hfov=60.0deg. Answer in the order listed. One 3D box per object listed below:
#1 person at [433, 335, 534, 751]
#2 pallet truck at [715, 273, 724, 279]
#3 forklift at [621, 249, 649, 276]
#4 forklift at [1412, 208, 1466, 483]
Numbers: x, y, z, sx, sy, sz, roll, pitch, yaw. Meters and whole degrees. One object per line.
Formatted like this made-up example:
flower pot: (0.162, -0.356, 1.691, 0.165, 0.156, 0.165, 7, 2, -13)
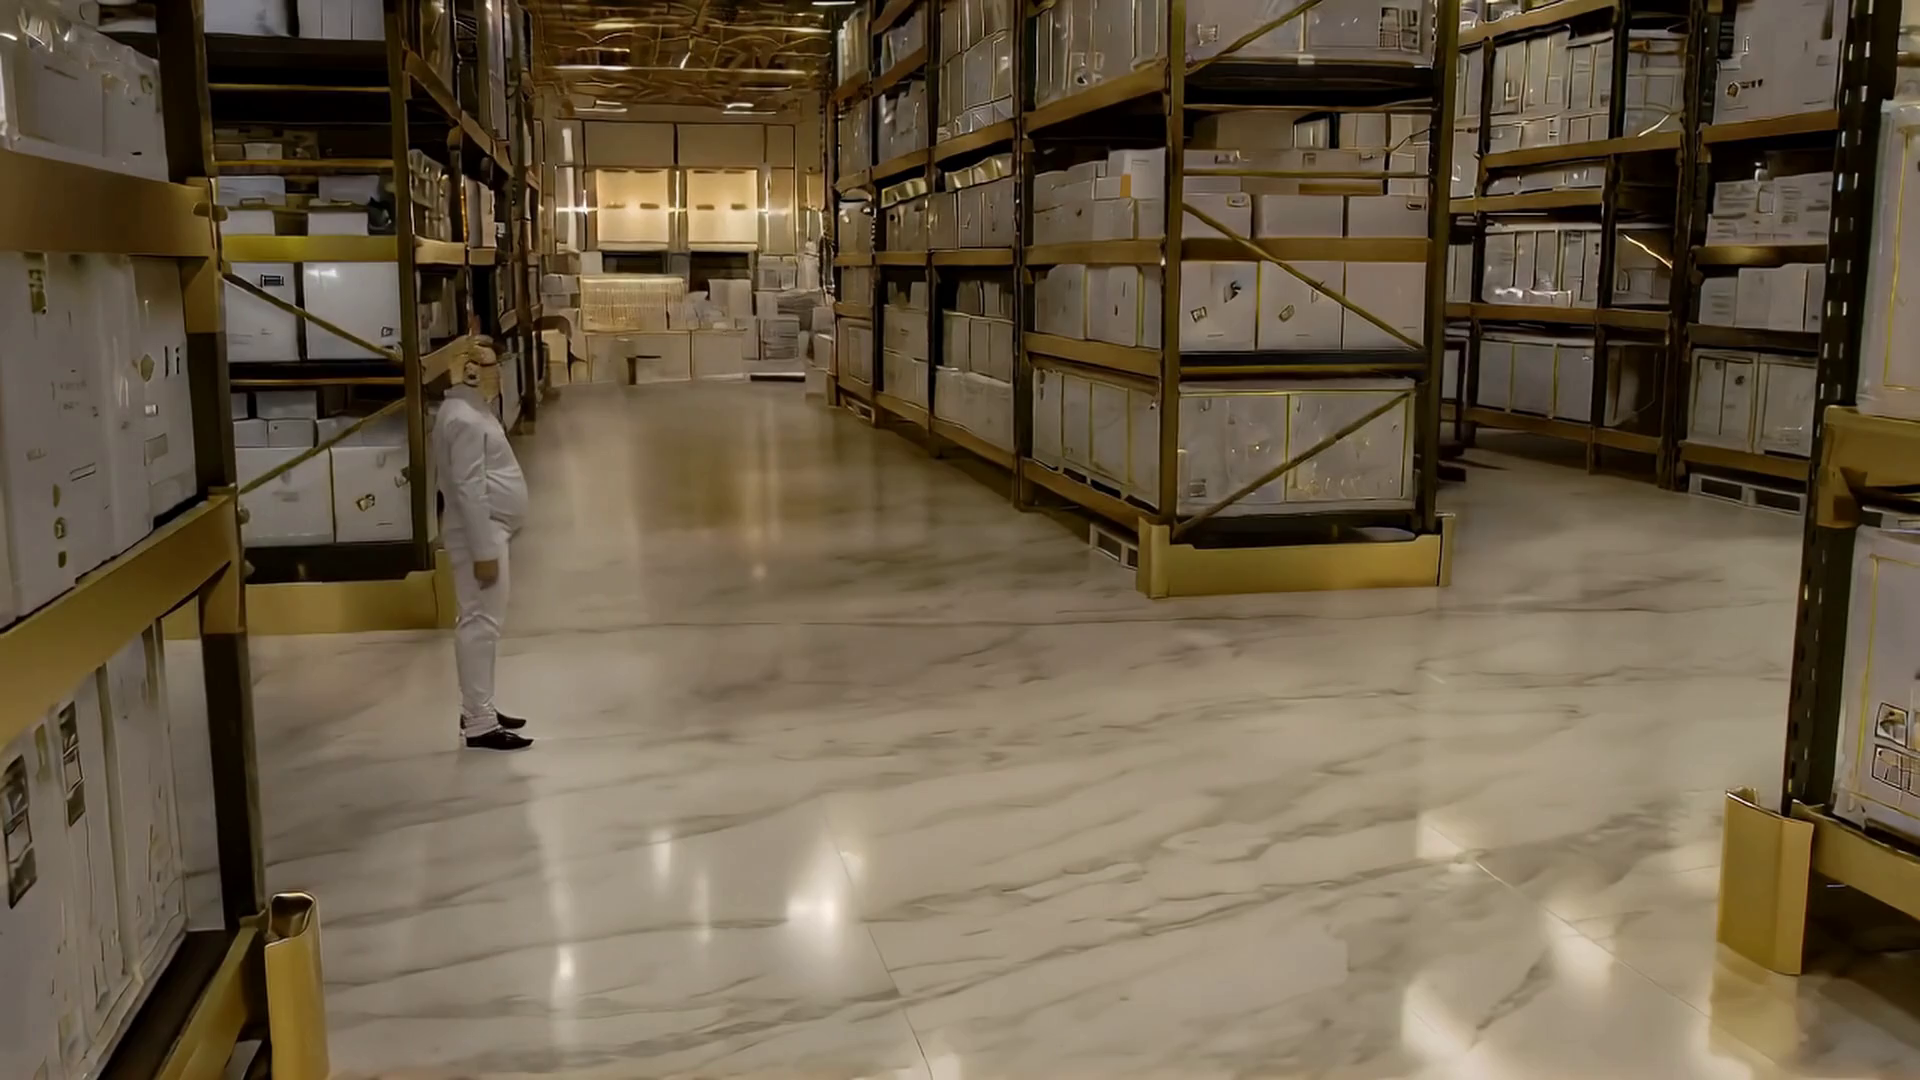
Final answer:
person: (-2.201, 0.013, 7.695, 0.408, 1.913, 0.641, -3, 10, -18)
pallet truck: (-8.580, -8.986, 62.280, 1.885, 1.965, 0.823, 1, 9, 5)
forklift: (-11.119, -8.584, 57.144, 1.129, 2.768, 1.873, -7, 12, -38)
forklift: (4.383, -2.065, 17.413, 1.129, 2.768, 1.873, -2, 10, -12)
